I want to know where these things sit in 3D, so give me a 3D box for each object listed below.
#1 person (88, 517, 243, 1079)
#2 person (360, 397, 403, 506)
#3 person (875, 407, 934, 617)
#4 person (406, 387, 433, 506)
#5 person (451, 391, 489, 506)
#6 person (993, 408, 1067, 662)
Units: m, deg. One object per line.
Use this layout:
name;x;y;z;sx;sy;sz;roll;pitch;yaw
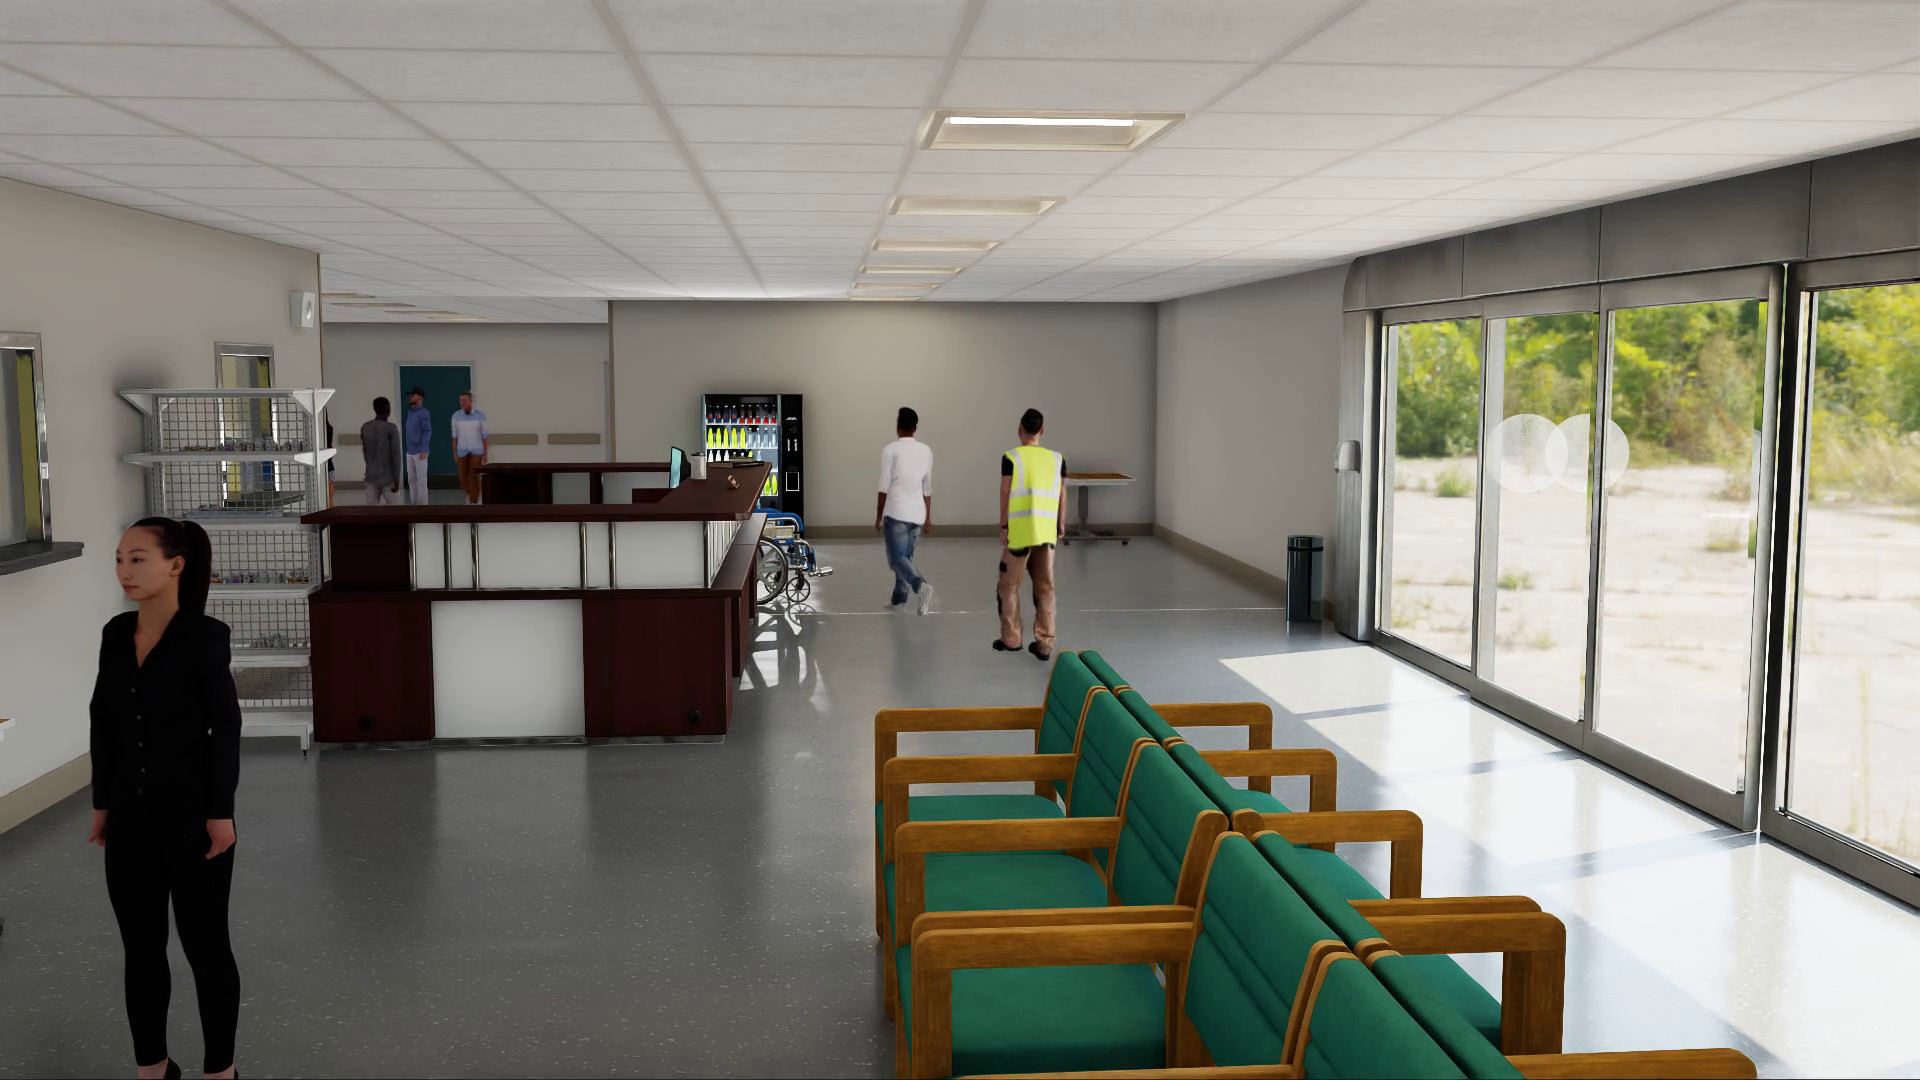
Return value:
person;-2.176;0.782;4.568;0.521;1.712;0.690;1;6;12
person;-6.393;-0.636;18.191;1.108;1.806;0.988;1;6;12
person;-0.435;-0.214;14.091;1.148;1.787;1.067;-4;7;-34
person;-7.982;-1.307;24.453;0.735;1.888;0.793;5;8;40
person;-7.337;-1.307;24.912;1.026;1.796;0.748;-1;6;-6
person;0.535;-0.029;12.050;0.810;1.827;0.888;-2;6;-22
